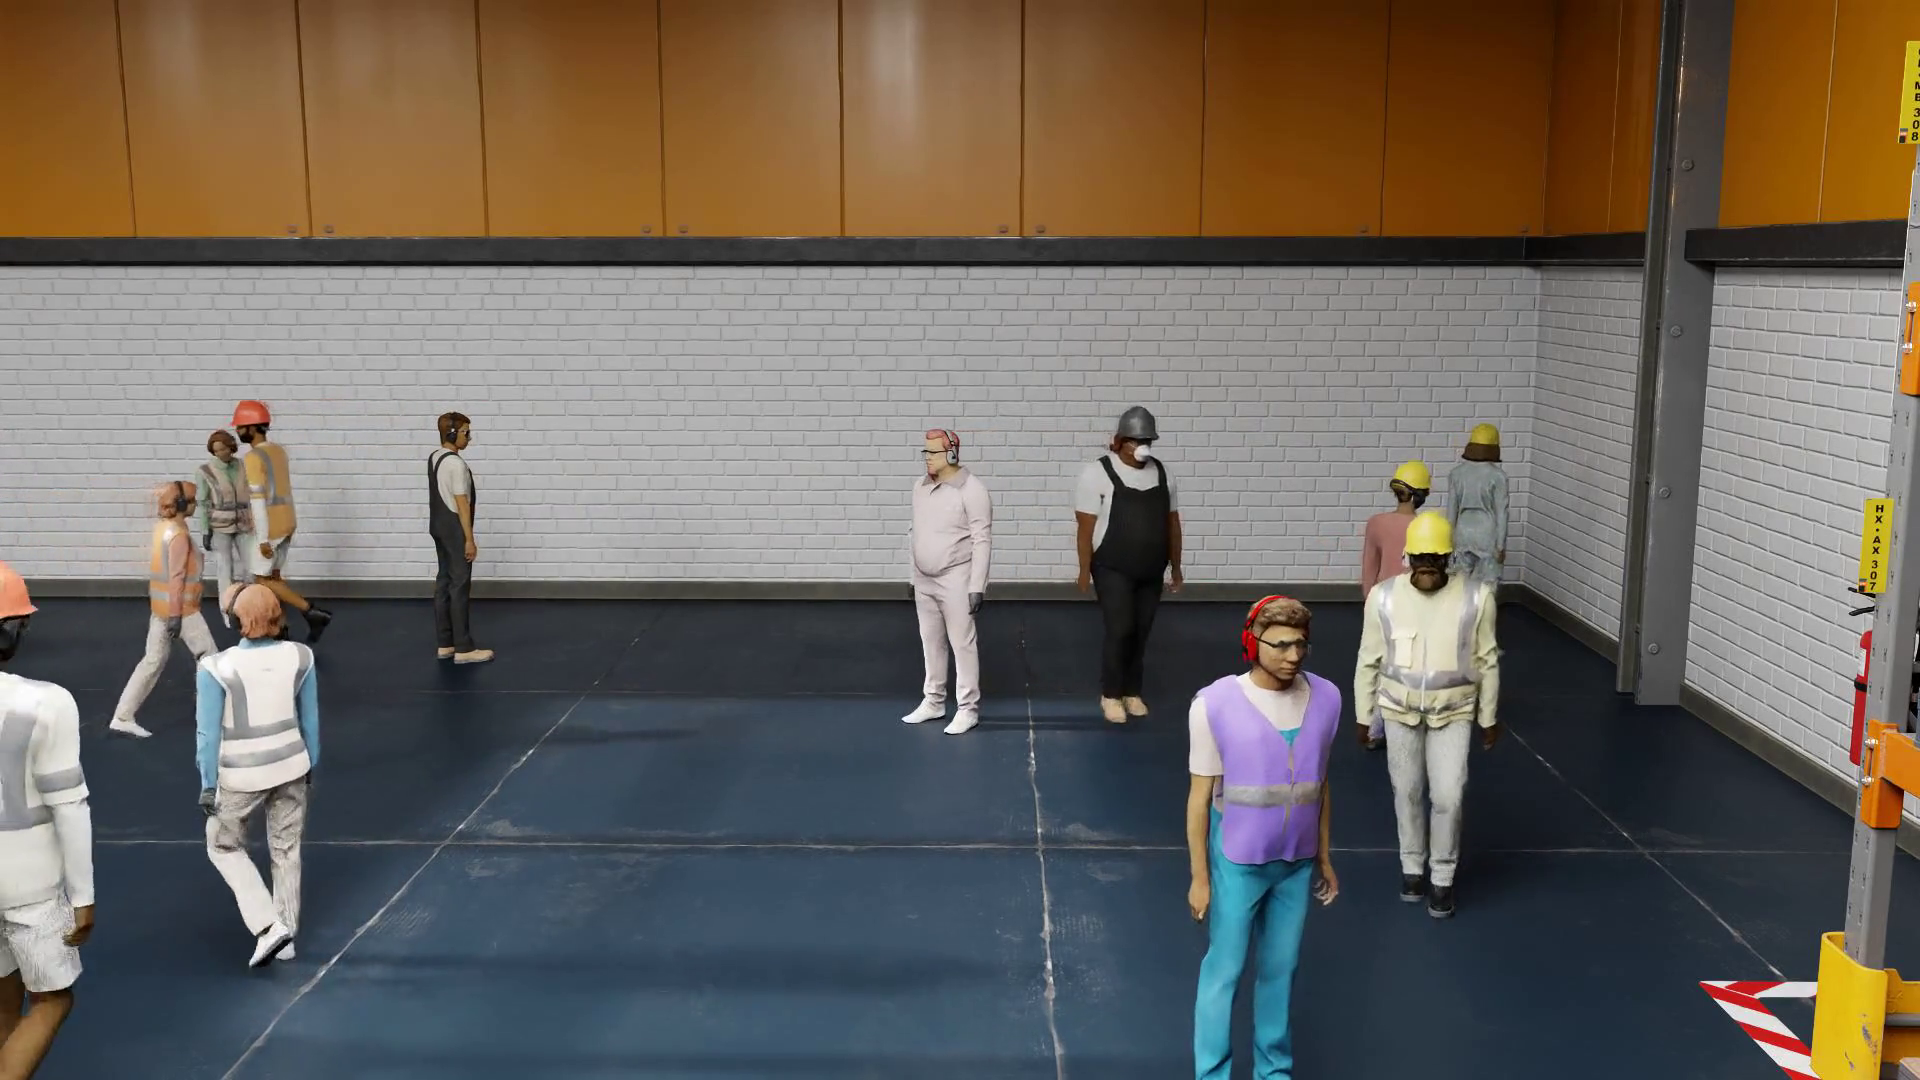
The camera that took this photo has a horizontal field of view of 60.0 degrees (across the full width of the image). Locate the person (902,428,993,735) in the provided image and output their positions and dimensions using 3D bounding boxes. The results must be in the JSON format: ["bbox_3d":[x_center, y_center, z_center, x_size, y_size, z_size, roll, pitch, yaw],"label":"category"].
[{"bbox_3d":[-0.106,0.254,10.356,0.402,1.906,0.652,-9,13,-44],"label":"person"}]

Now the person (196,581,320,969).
[{"bbox_3d":[-2.881,0.973,6.851,0.366,1.627,0.535,8,12,38],"label":"person"}]

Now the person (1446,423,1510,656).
[{"bbox_3d":[3.856,-0.001,12.373,0.491,1.744,0.321,9,13,44],"label":"person"}]

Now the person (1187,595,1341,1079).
[{"bbox_3d":[1.006,1.080,5.596,0.570,1.840,0.373,-4,10,-24],"label":"person"}]

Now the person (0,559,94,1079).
[{"bbox_3d":[-3.012,1.071,5.142,0.613,2.024,0.791,0,9,2],"label":"person"}]

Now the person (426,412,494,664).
[{"bbox_3d":[-3.696,-0.018,12.181,0.344,1.840,0.507,-9,13,-42],"label":"person"}]

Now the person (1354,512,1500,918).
[{"bbox_3d":[2.073,0.782,7.455,0.630,1.814,0.584,4,10,22],"label":"person"}]

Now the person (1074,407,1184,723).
[{"bbox_3d":[1.119,0.149,10.581,0.703,2.000,0.599,-4,10,-24],"label":"person"}]

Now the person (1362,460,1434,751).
[{"bbox_3d":[2.636,0.407,9.859,0.325,1.767,0.533,-9,13,-42],"label":"person"}]

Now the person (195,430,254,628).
[{"bbox_3d":[-5.808,-0.081,13.223,0.442,1.610,0.536,9,13,43],"label":"person"}]

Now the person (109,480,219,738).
[{"bbox_3d":[-4.855,0.426,10.256,0.867,1.595,0.521,-8,12,-39],"label":"person"}]

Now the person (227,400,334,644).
[{"bbox_3d":[-5.078,-0.090,12.406,0.646,1.920,0.544,1,9,3],"label":"person"}]
